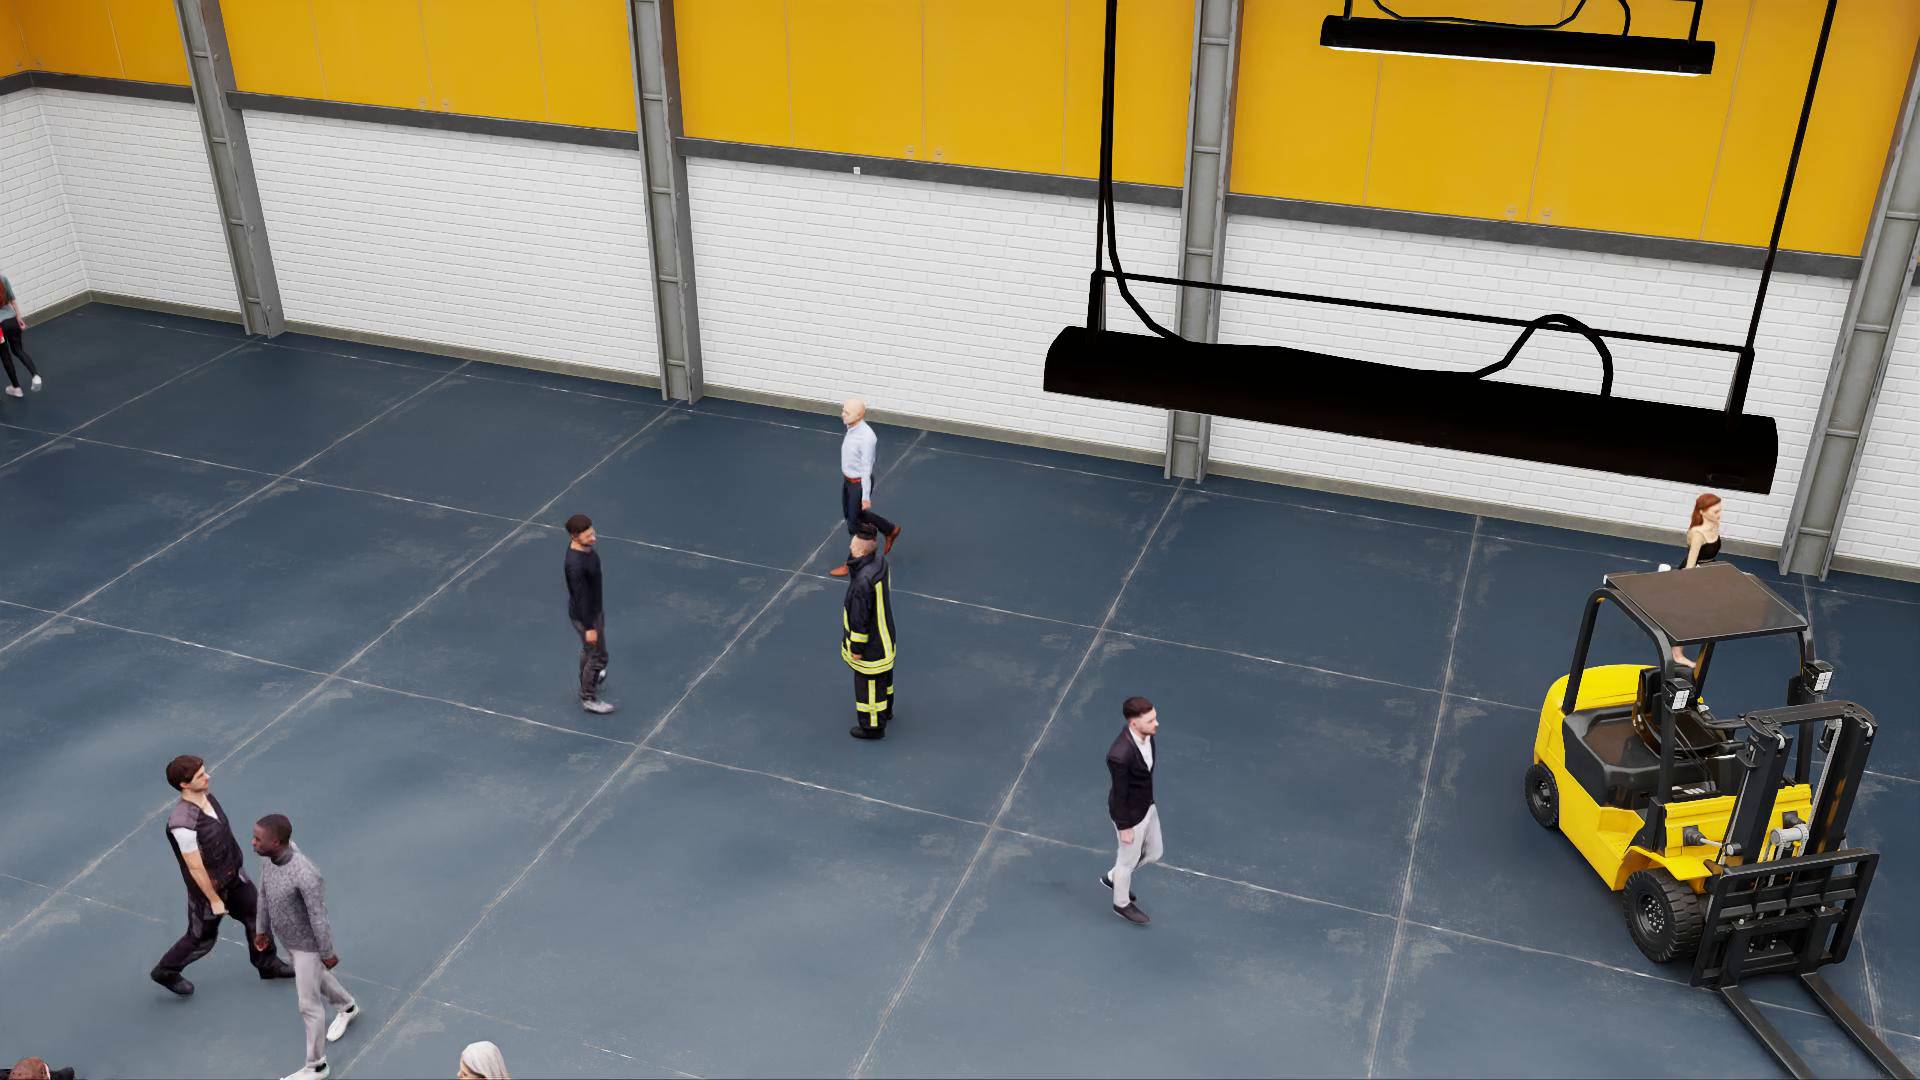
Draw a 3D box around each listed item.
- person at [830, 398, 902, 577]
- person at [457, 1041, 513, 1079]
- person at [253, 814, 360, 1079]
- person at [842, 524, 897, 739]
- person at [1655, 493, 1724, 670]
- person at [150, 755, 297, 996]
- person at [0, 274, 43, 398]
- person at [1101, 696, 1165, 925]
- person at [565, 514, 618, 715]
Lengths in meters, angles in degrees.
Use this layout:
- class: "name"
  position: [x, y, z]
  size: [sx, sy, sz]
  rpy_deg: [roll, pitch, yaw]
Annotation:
- class: "person"
  position: [-0.880, -0.501, 15.471]
  size: [1.089, 1.775, 1.031]
  rpy_deg: [-13, 31, -22]
- class: "person"
  position: [-2.374, 3.254, 8.670]
  size: [0.771, 1.697, 0.692]
  rpy_deg: [-17, 33, -28]
- class: "person"
  position: [-3.962, 2.385, 10.144]
  size: [0.979, 1.810, 0.964]
  rpy_deg: [16, 33, 27]
- class: "person"
  position: [-0.705, 0.714, 13.158]
  size: [0.746, 1.857, 0.785]
  rpy_deg: [4, 29, 8]
- class: "person"
  position: [6.180, 0.308, 14.164]
  size: [0.761, 1.607, 0.891]
  rpy_deg: [-25, 37, -38]
- class: "person"
  position: [-4.834, 2.170, 10.530]
  size: [1.231, 1.817, 0.942]
  rpy_deg: [-1, 29, -2]
- class: "person"
  position: [-10.907, -2.420, 19.040]
  size: [0.943, 1.727, 0.721]
  rpy_deg: [16, 32, 26]
- class: "person"
  position: [1.072, 1.795, 11.206]
  size: [0.719, 1.828, 0.727]
  rpy_deg: [16, 32, 26]
- class: "person"
  position: [-3.030, 0.586, 13.412]
  size: [0.829, 1.839, 0.920]
  rpy_deg: [-11, 31, -19]
